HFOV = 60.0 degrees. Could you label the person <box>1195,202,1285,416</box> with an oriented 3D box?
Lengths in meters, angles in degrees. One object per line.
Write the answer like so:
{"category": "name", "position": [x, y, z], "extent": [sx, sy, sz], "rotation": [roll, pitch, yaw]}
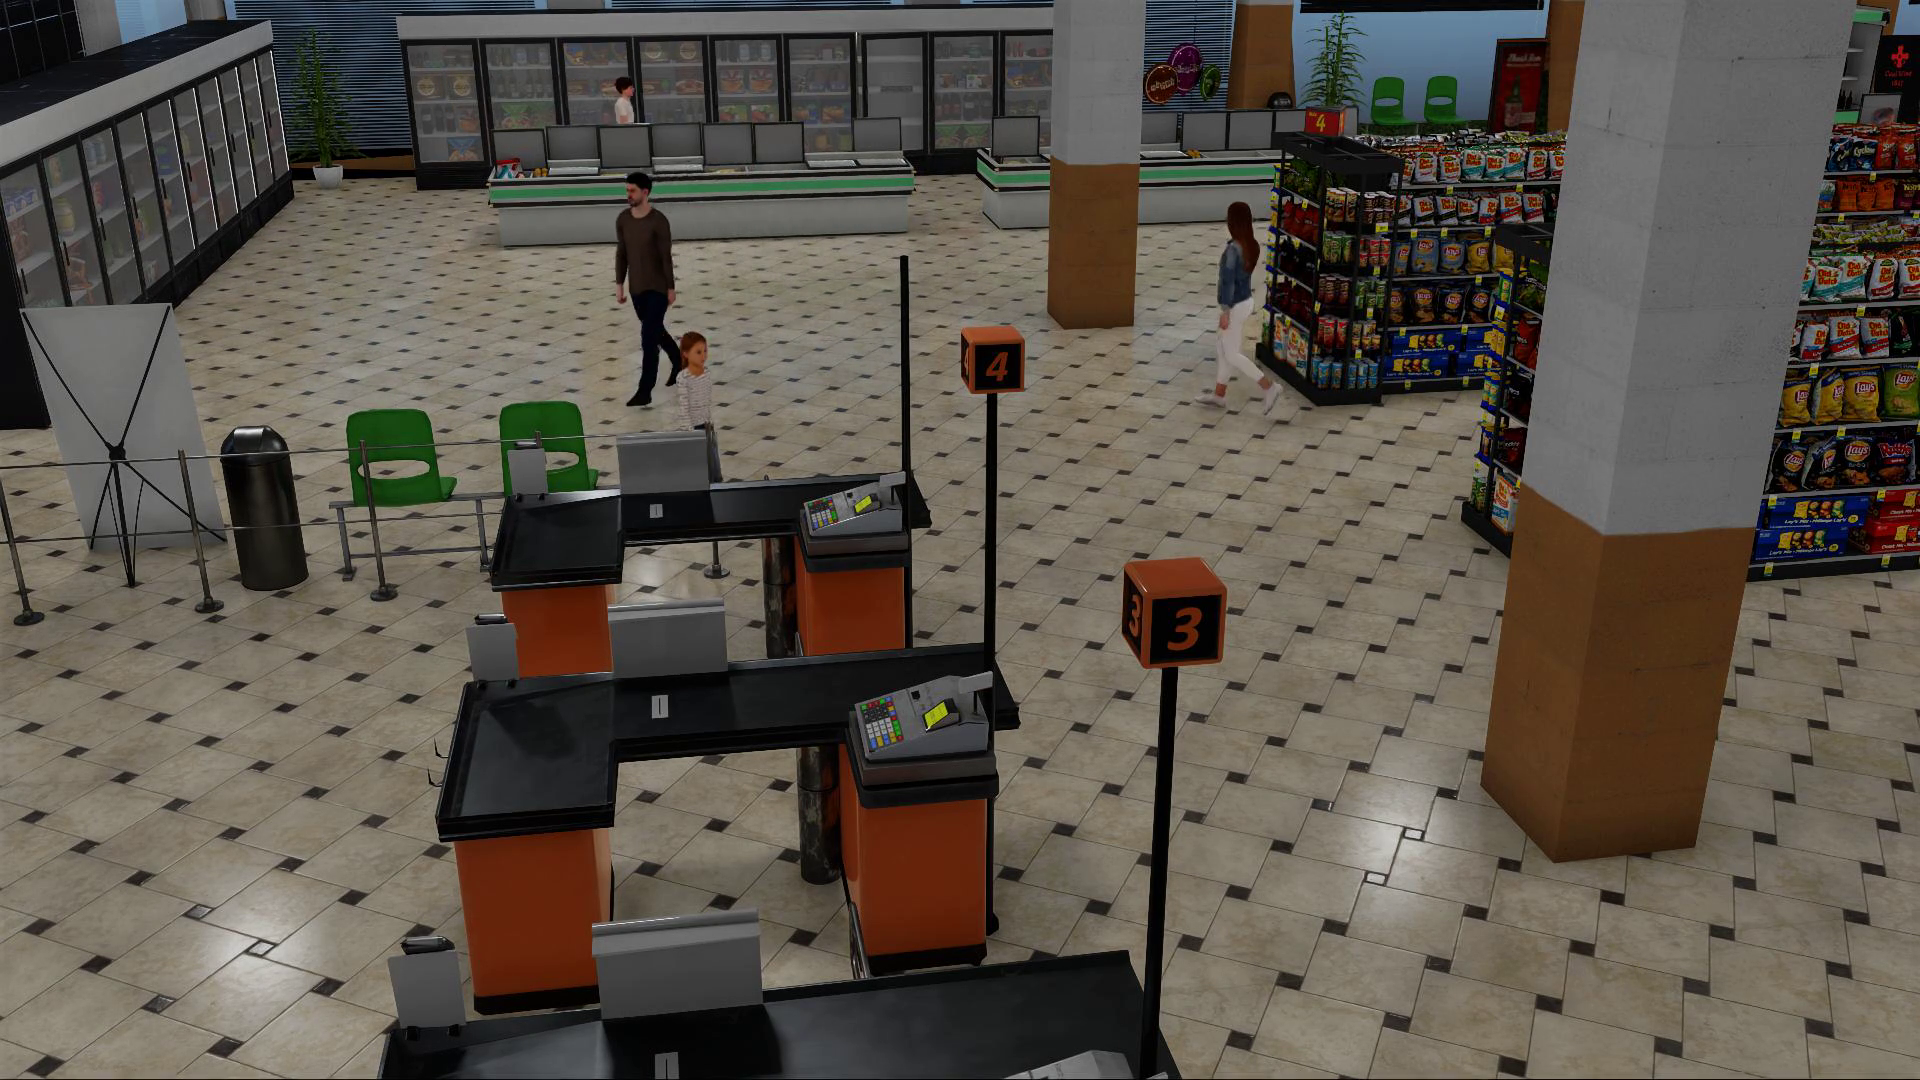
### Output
{"category": "person", "position": [2.262, -1.801, 13.166], "extent": [1.101, 1.679, 0.996], "rotation": [12, 25, 28]}

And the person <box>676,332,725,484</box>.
{"category": "person", "position": [-1.809, -0.735, 11.040], "extent": [0.911, 1.284, 0.876], "rotation": [16, 27, 35]}

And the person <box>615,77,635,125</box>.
{"category": "person", "position": [-4.389, -5.149, 21.549], "extent": [0.904, 1.639, 0.644], "rotation": [0, 22, -1]}

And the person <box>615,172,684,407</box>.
{"category": "person", "position": [-2.479, -2.060, 13.584], "extent": [1.194, 1.847, 1.175], "rotation": [12, 25, 27]}
